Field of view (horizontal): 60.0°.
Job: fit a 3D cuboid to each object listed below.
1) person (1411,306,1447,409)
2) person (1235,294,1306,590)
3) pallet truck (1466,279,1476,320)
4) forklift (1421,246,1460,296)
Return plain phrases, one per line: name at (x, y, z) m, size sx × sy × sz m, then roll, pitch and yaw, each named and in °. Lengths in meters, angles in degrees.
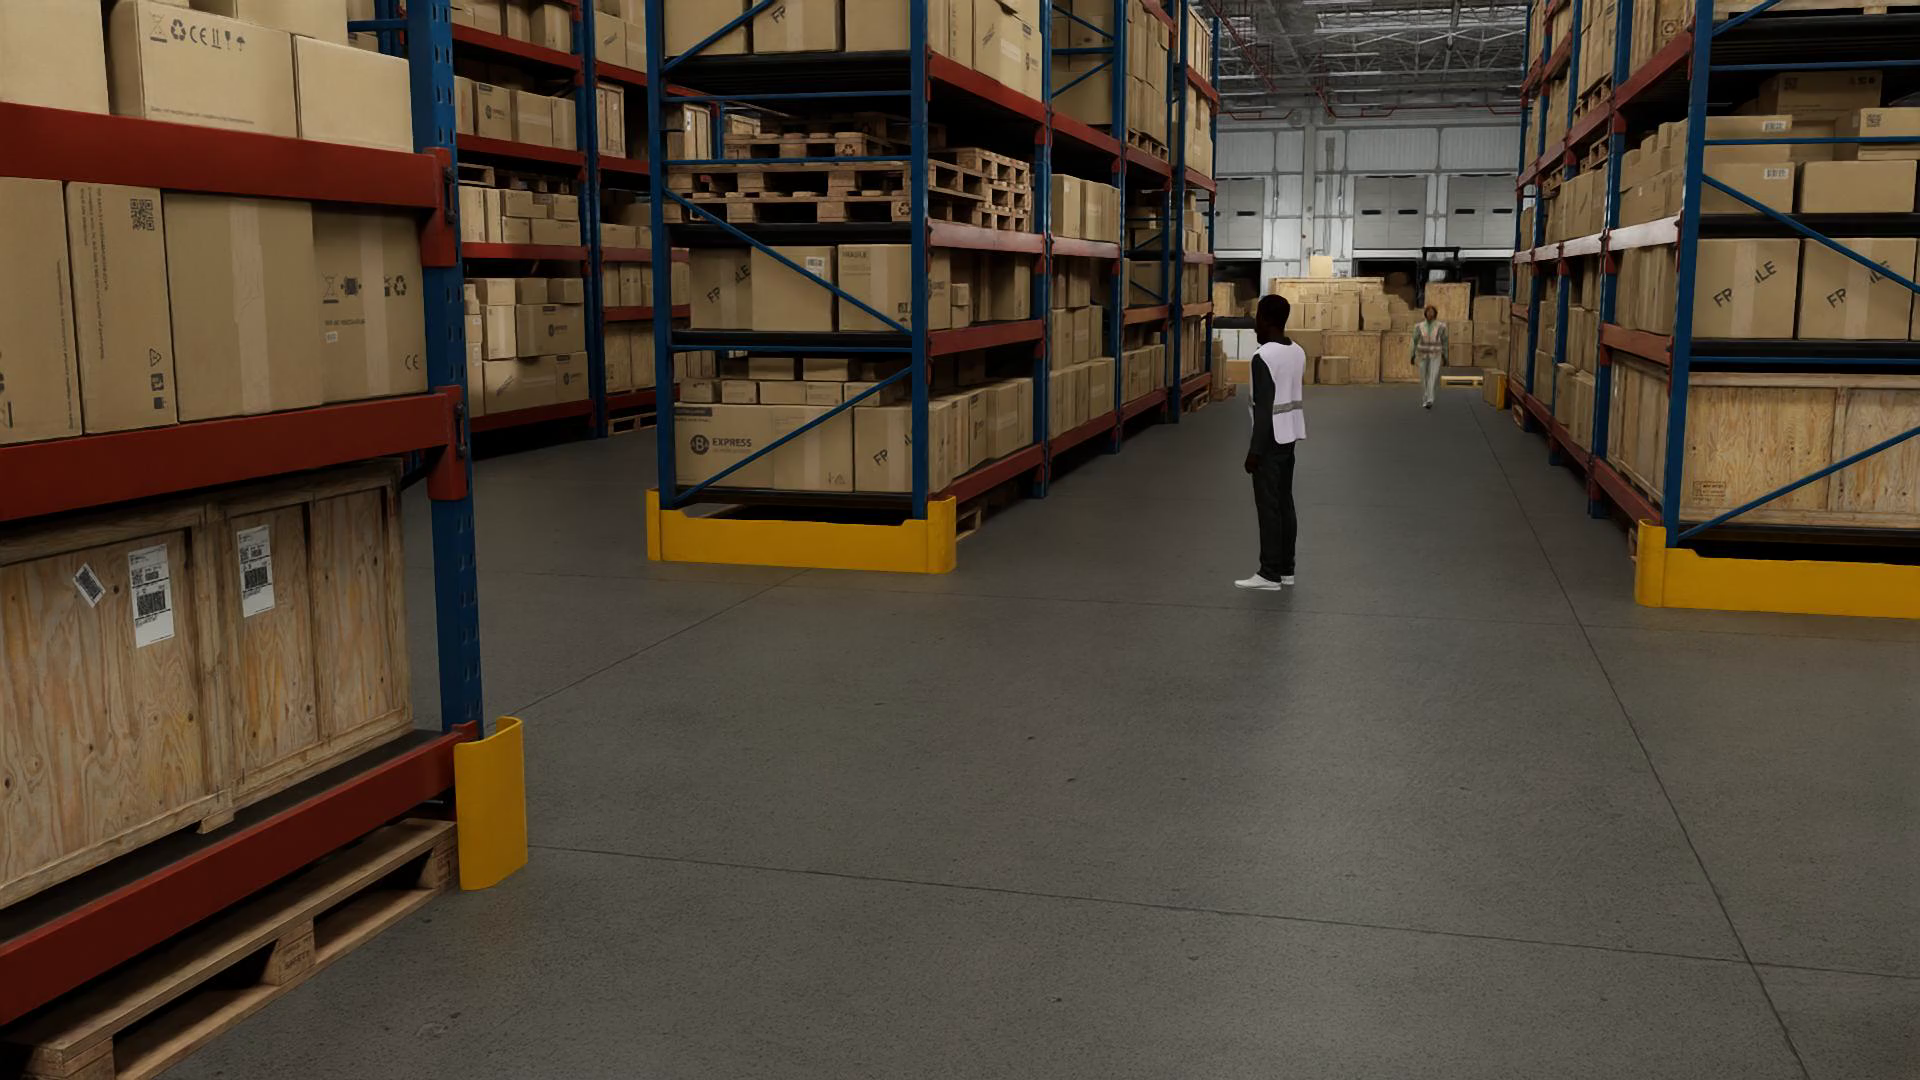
person at (7.298, -2.842, 25.897) m, size 0.533 × 1.592 × 0.855 m, roll 4°, pitch 10°, yaw 23°
person at (2.045, -0.631, 10.827) m, size 0.378 × 1.917 × 0.597 m, roll 6°, pitch 11°, yaw 34°
pallet truck at (18.896, -8.459, 60.307) m, size 1.885 × 1.965 × 0.823 m, roll 5°, pitch 10°, yaw 31°
forklift at (12.201, -6.084, 42.428) m, size 1.129 × 2.768 × 1.873 m, roll 2°, pitch 9°, yaw 15°
